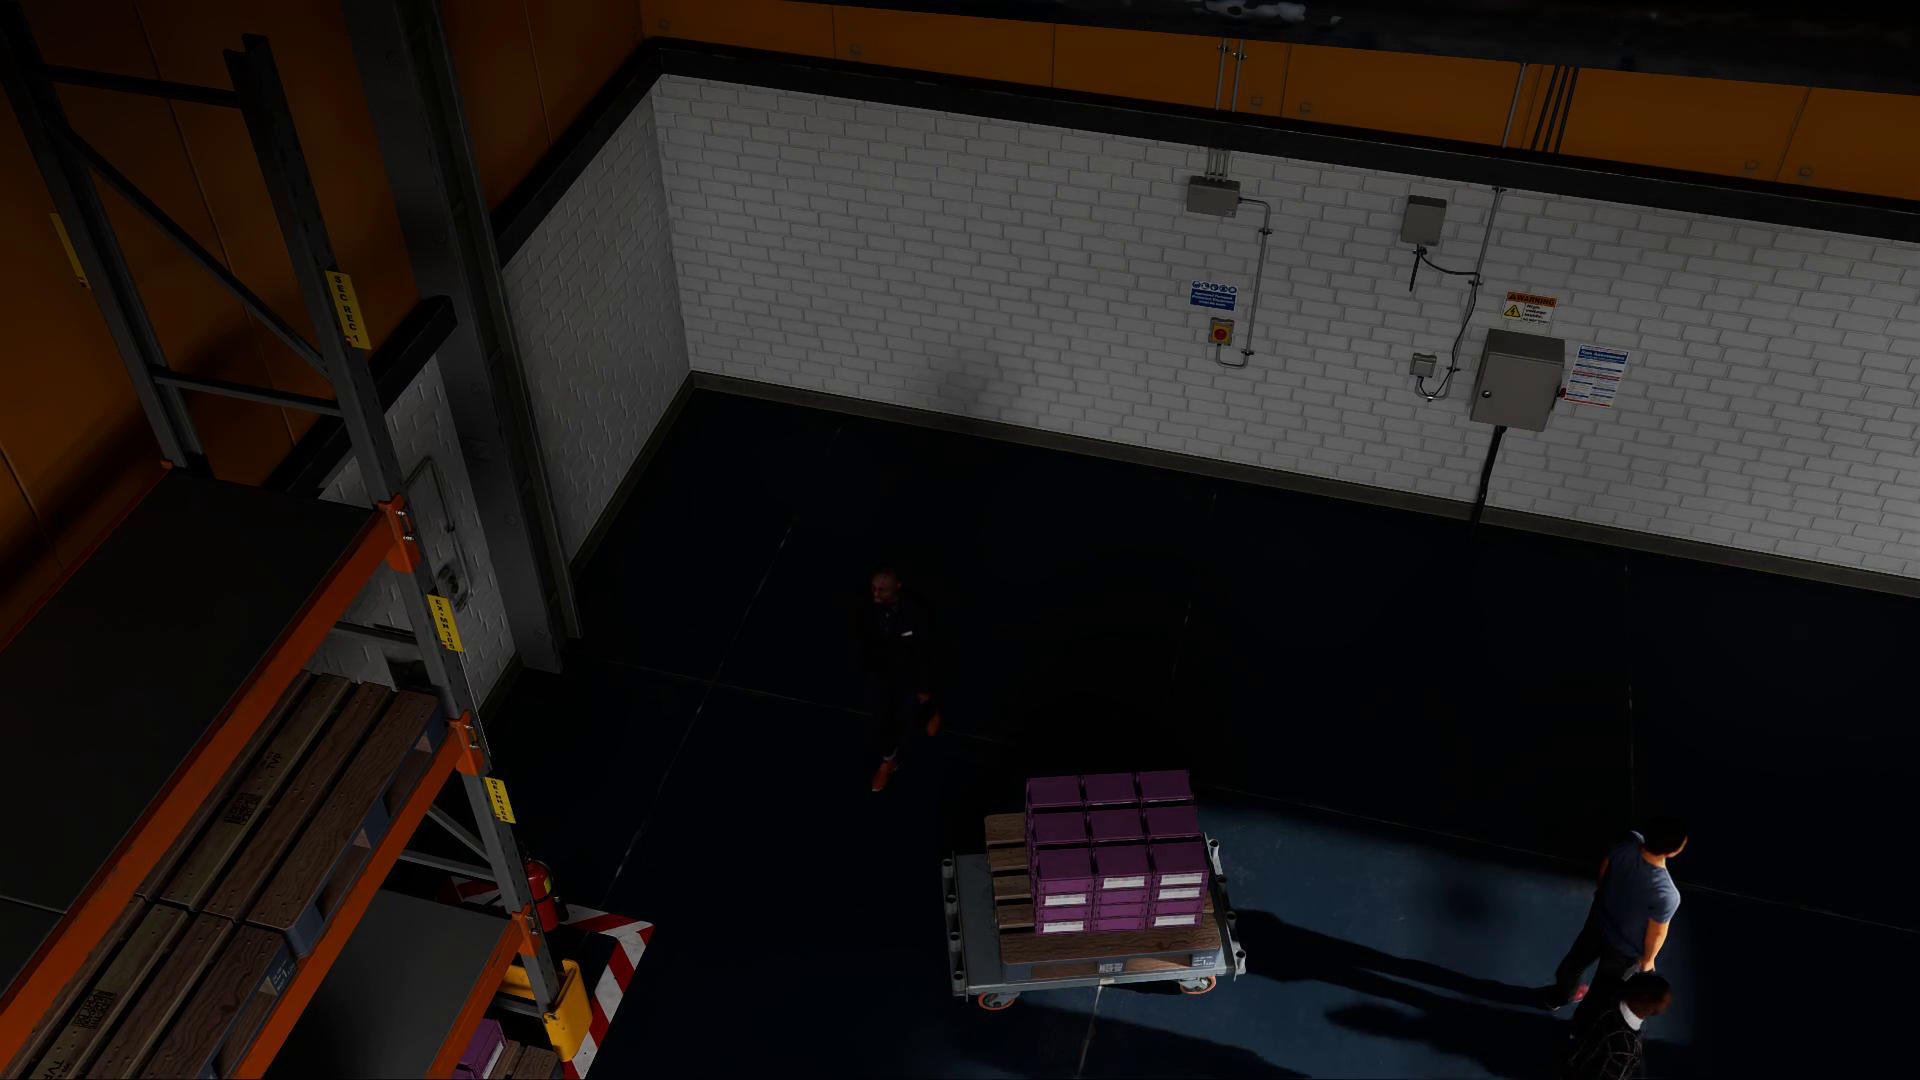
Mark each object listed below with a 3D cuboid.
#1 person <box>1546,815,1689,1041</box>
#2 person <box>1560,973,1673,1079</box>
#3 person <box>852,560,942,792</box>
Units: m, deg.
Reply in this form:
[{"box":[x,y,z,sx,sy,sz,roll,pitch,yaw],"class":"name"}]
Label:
[{"box":[3.497,2.041,8.815,0.797,1.809,0.666,-11,45,-11],"class":"person"},{"box":[3.017,2.634,8.197,0.814,1.804,0.879,6,44,7],"class":"person"},{"box":[-0.350,0.763,10.166,0.756,1.796,0.966,16,46,16],"class":"person"}]
